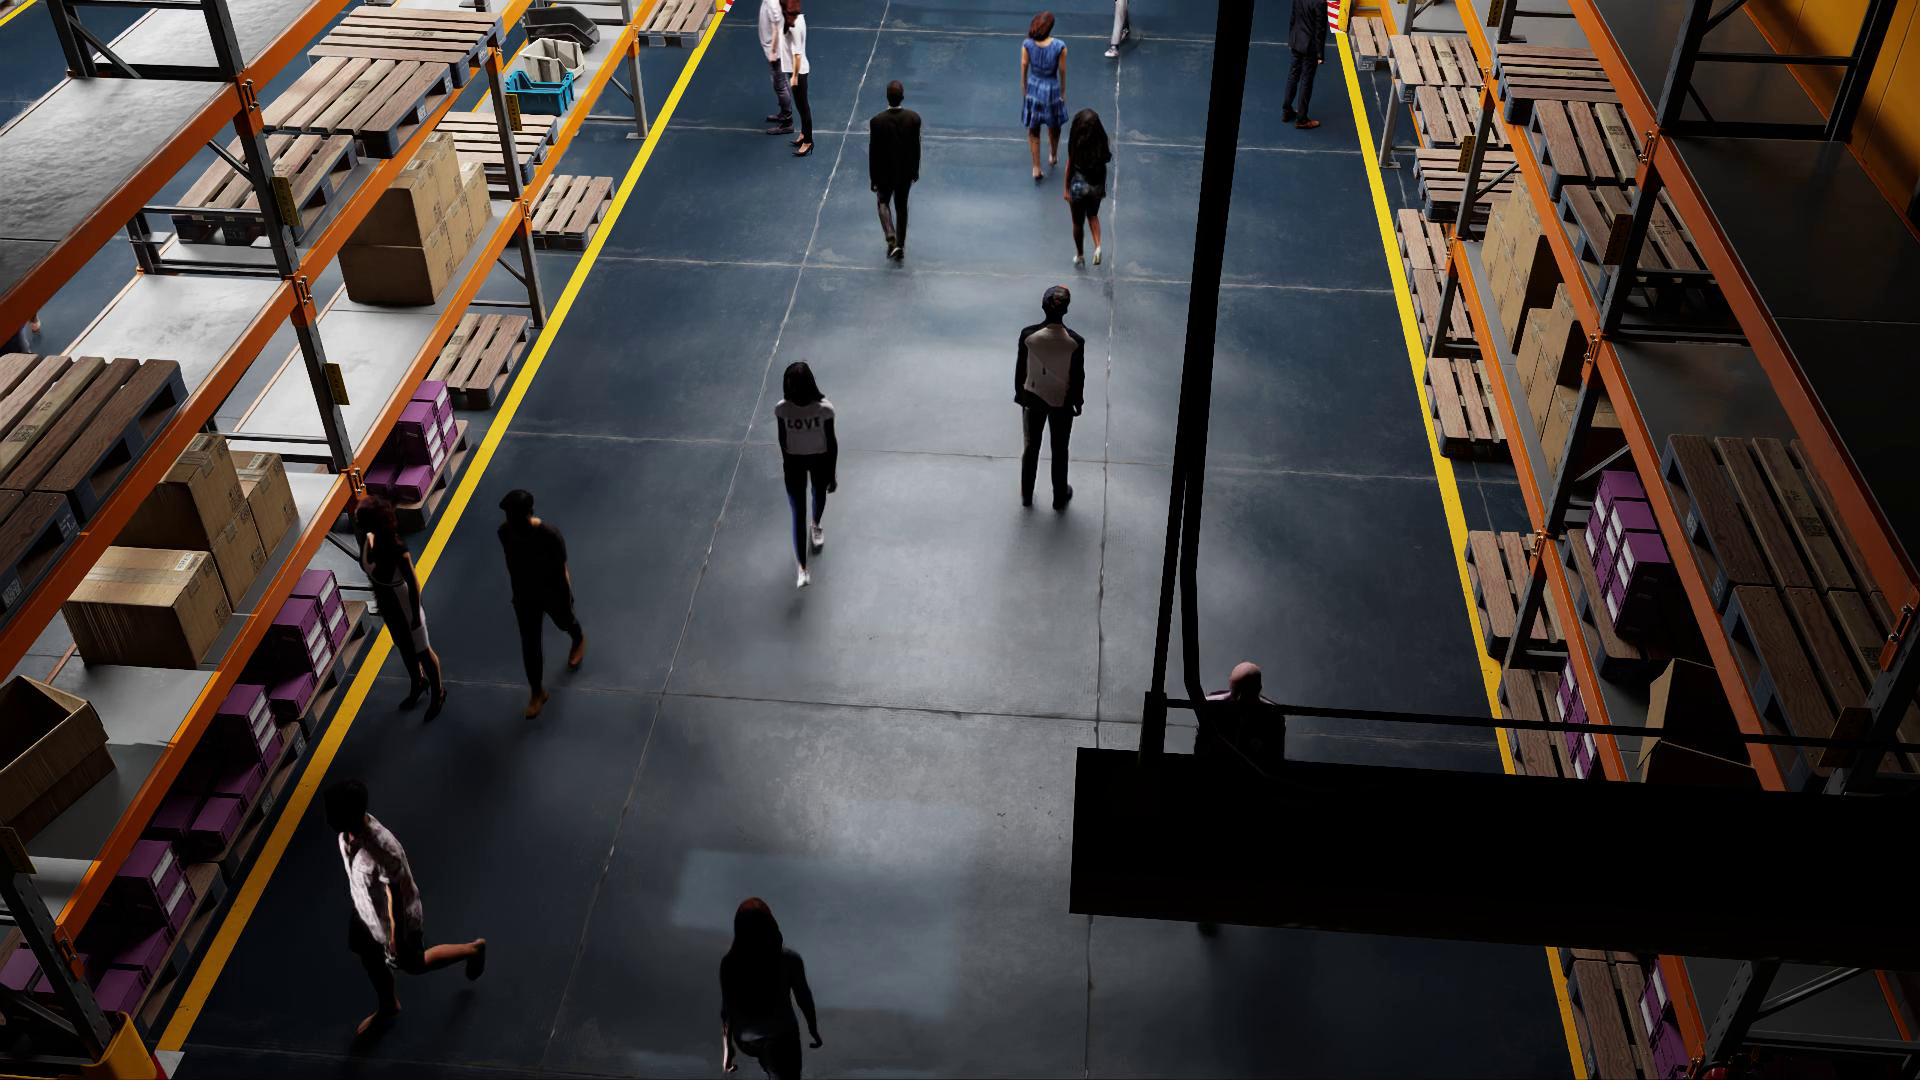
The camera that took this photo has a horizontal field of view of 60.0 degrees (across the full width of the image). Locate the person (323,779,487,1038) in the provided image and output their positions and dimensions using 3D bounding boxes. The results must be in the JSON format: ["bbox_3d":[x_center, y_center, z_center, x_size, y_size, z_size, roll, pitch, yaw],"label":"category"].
[{"bbox_3d":[-3.013,1.937,8.965,1.027,1.790,1.149,29,47,31],"label":"person"}]

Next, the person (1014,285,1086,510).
[{"bbox_3d":[0.669,-1.068,12.647,0.717,1.892,0.612,5,39,6],"label":"person"}]

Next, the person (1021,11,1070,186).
[{"bbox_3d":[0.842,-4.477,16.997,0.689,1.790,0.860,7,39,8],"label":"person"}]

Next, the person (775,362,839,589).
[{"bbox_3d":[-1.096,-0.587,12.176,0.706,1.727,1.164,-2,39,-3],"label":"person"}]

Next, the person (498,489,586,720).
[{"bbox_3d":[-2.765,0.295,11.115,0.665,1.673,1.089,6,39,7],"label":"person"}]

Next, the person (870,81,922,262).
[{"bbox_3d":[-0.568,-3.412,15.665,0.792,1.787,0.875,-11,40,-14],"label":"person"}]

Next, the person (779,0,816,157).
[{"bbox_3d":[-1.710,-4.951,17.588,0.716,1.793,0.534,-5,39,-6],"label":"person"}]

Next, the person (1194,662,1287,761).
[{"bbox_3d":[1.598,1.357,9.669,0.819,1.818,1.087,12,40,14],"label":"person"}]

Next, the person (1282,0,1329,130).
[{"bbox_3d":[3.778,-5.402,18.148,0.837,1.799,0.725,-19,43,-23],"label":"person"}]

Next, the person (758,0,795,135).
[{"bbox_3d":[-1.987,-5.334,18.037,0.747,1.831,0.541,-1,39,-2],"label":"person"}]

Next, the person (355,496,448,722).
[{"bbox_3d":[-3.647,0.437,10.839,0.649,1.795,0.665,26,45,29],"label":"person"}]

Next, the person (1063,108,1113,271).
[{"bbox_3d":[1.201,-3.220,15.563,0.683,1.615,0.750,-13,40,-15],"label":"person"}]

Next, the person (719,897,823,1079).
[{"bbox_3d":[-0.952,2.569,8.259,0.640,1.683,1.220,4,39,5],"label":"person"}]

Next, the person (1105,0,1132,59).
[{"bbox_3d":[1.940,-6.768,19.781,1.025,1.896,1.308,19,42,22],"label":"person"}]
